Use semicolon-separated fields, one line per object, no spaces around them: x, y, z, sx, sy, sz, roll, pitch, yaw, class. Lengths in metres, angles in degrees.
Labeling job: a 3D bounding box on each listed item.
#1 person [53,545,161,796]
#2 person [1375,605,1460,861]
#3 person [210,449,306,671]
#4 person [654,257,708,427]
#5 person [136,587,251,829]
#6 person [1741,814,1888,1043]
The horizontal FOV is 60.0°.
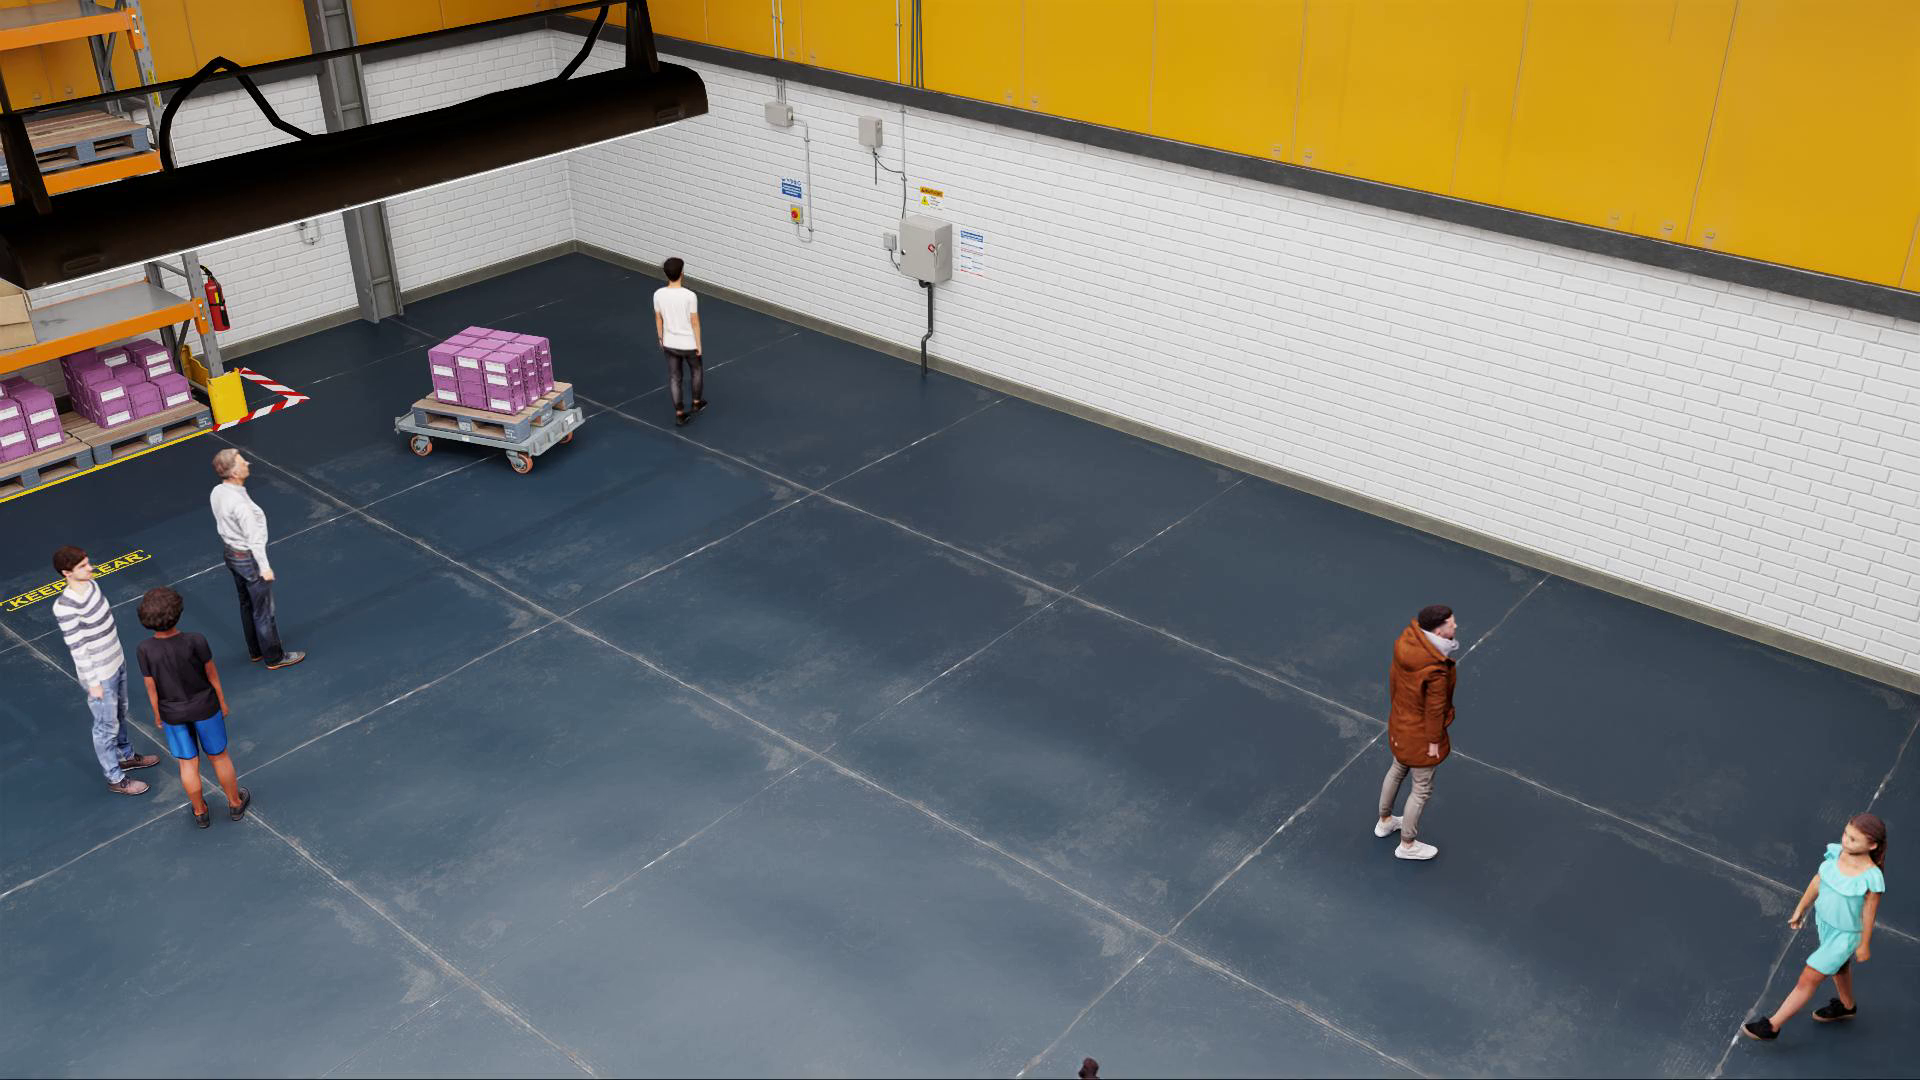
-5.884;0.863;11.361;0.763;1.854;0.711;-3;29;-6;person
2.952;1.216;10.732;0.885;1.837;0.848;-8;30;-14;person
-5.455;0.135;12.732;0.650;1.820;0.570;24;37;37;person
-2.833;-1.969;16.709;0.859;1.703;0.949;5;29;9;person
-5.085;1.106;10.972;0.676;1.800;0.770;-10;30;-18;person
4.983;2.170;9.319;1.085;1.516;0.962;-6;29;-10;person
